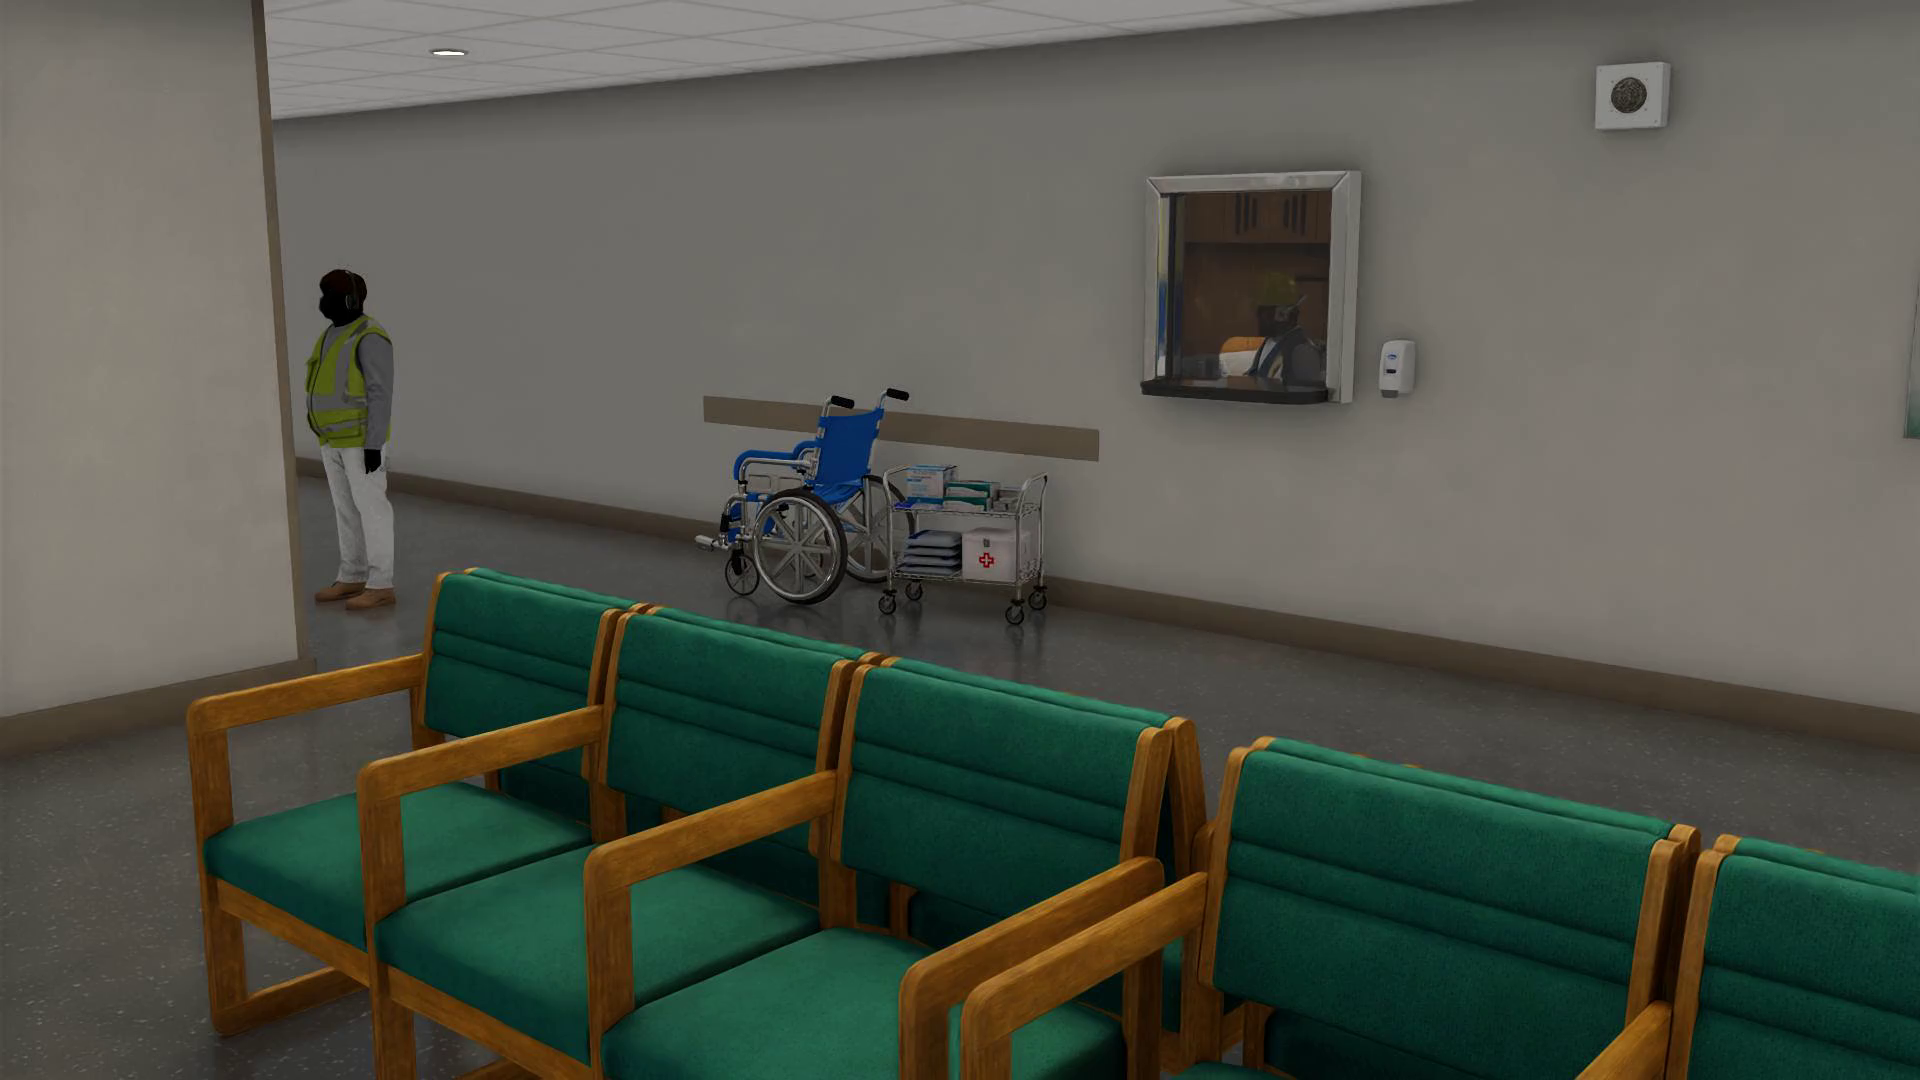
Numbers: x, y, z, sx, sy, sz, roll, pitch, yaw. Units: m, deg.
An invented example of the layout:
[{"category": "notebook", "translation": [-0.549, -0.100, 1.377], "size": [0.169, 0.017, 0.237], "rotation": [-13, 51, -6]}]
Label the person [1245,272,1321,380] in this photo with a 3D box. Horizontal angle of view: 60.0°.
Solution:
[{"category": "person", "translation": [1.723, -0.527, 9.012], "size": [0.403, 1.828, 0.598], "rotation": [-2, 10, -10]}]

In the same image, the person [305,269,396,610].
[{"category": "person", "translation": [-3.332, -0.547, 9.093], "size": [0.625, 1.846, 0.429], "rotation": [9, 13, 42]}]
